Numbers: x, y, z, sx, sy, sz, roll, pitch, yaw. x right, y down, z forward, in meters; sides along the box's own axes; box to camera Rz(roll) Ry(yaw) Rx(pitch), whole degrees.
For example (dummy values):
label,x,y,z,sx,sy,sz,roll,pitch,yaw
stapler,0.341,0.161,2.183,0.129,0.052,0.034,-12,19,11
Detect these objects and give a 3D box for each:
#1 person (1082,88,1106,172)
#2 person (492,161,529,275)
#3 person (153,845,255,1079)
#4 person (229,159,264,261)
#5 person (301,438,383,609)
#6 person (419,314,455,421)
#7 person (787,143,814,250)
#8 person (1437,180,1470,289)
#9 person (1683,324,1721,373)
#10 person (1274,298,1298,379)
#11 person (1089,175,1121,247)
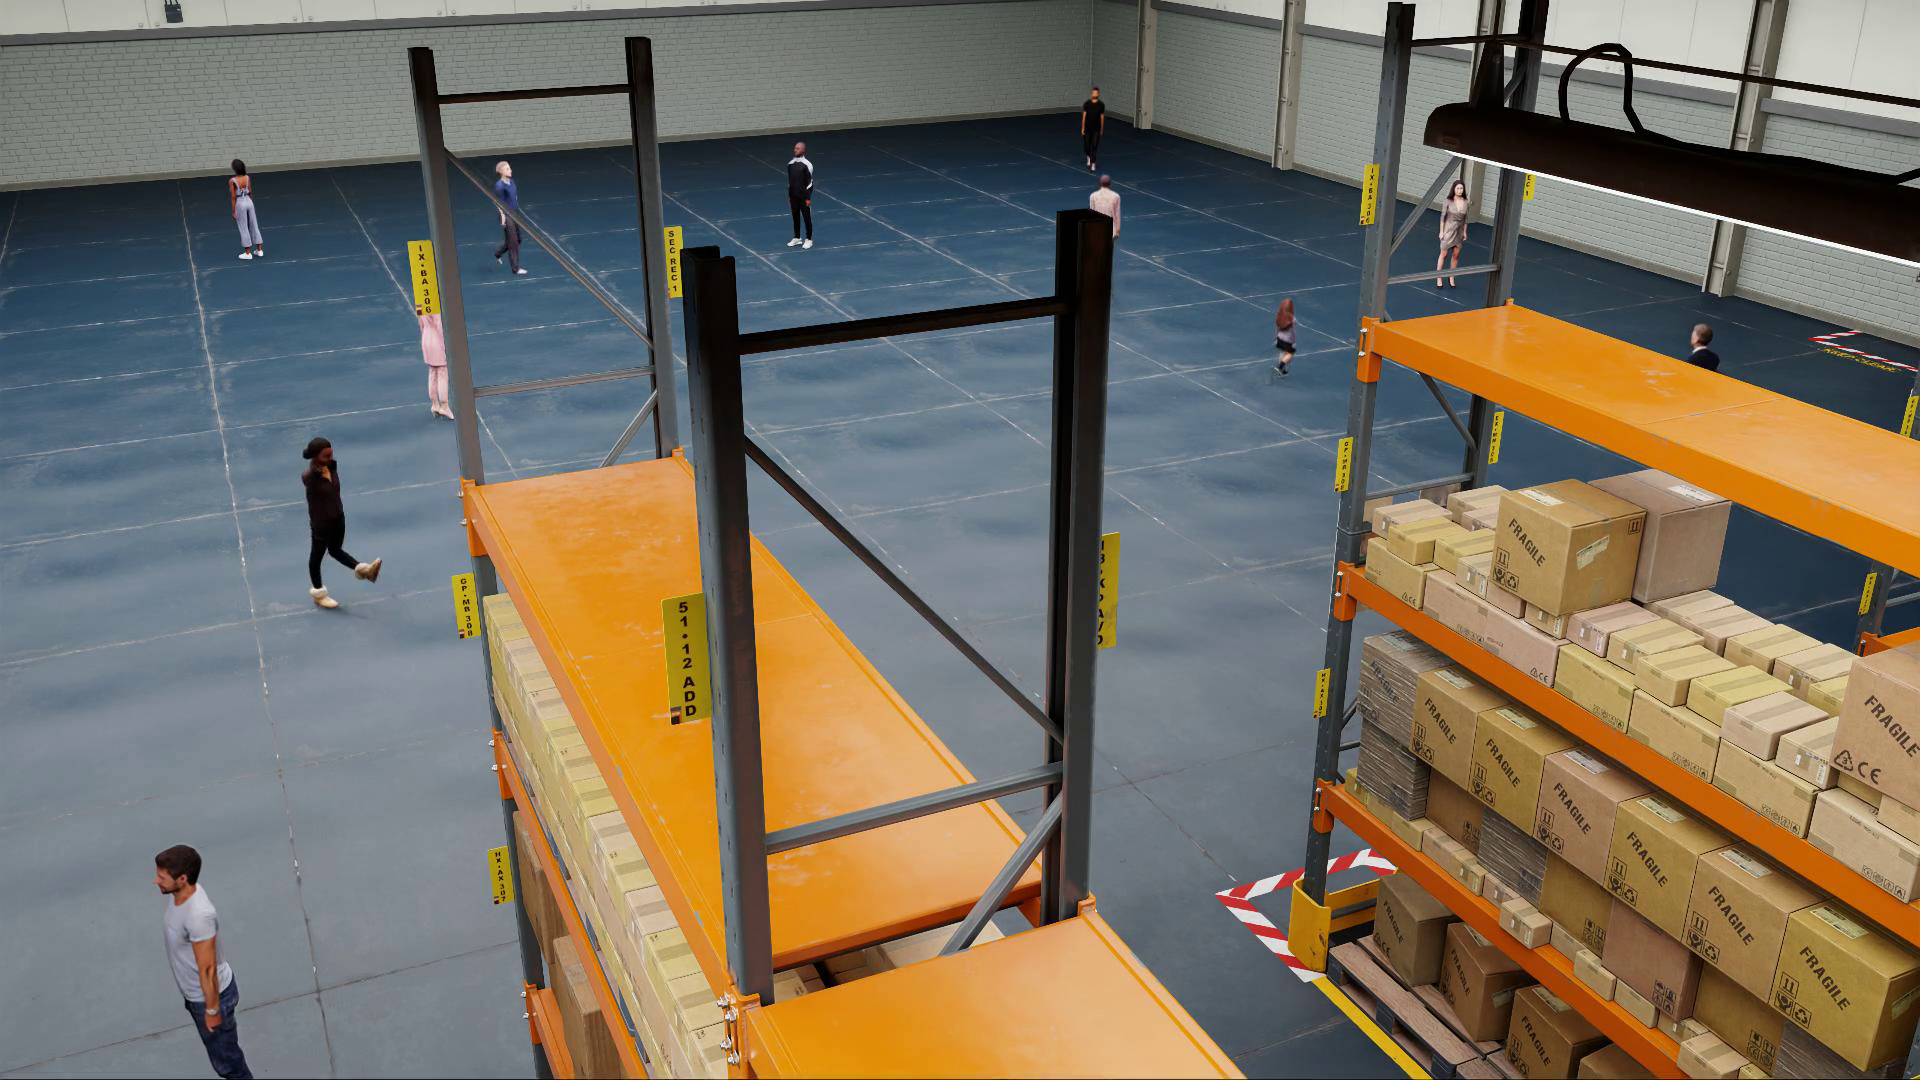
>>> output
label,x,y,z,sx,sy,sz,roll,pitch,yaw
person,2.883,-8.962,36.265,0.987,1.734,1.146,3,23,7
person,-7.556,-5.337,27.590,1.029,1.853,0.989,6,24,14
person,-4.134,2.487,9.176,0.720,1.866,0.559,-17,29,-35
person,-12.335,-5.709,28.661,0.685,1.700,0.656,13,26,28
person,-5.879,-0.158,15.671,0.961,1.650,0.892,16,28,32
person,-6.545,-2.386,20.717,0.585,1.801,0.740,21,31,40
person,-2.818,-6.123,29.471,0.690,1.828,0.797,13,27,29
person,7.936,-4.924,26.756,0.663,1.744,0.623,-2,23,-5
person,8.273,-1.510,18.668,0.734,1.791,1.105,-9,25,-19
person,4.352,-2.702,22.356,0.617,1.100,0.572,-18,29,-37
person,2.316,-4.928,26.727,0.929,1.775,1.108,-1,23,-3
